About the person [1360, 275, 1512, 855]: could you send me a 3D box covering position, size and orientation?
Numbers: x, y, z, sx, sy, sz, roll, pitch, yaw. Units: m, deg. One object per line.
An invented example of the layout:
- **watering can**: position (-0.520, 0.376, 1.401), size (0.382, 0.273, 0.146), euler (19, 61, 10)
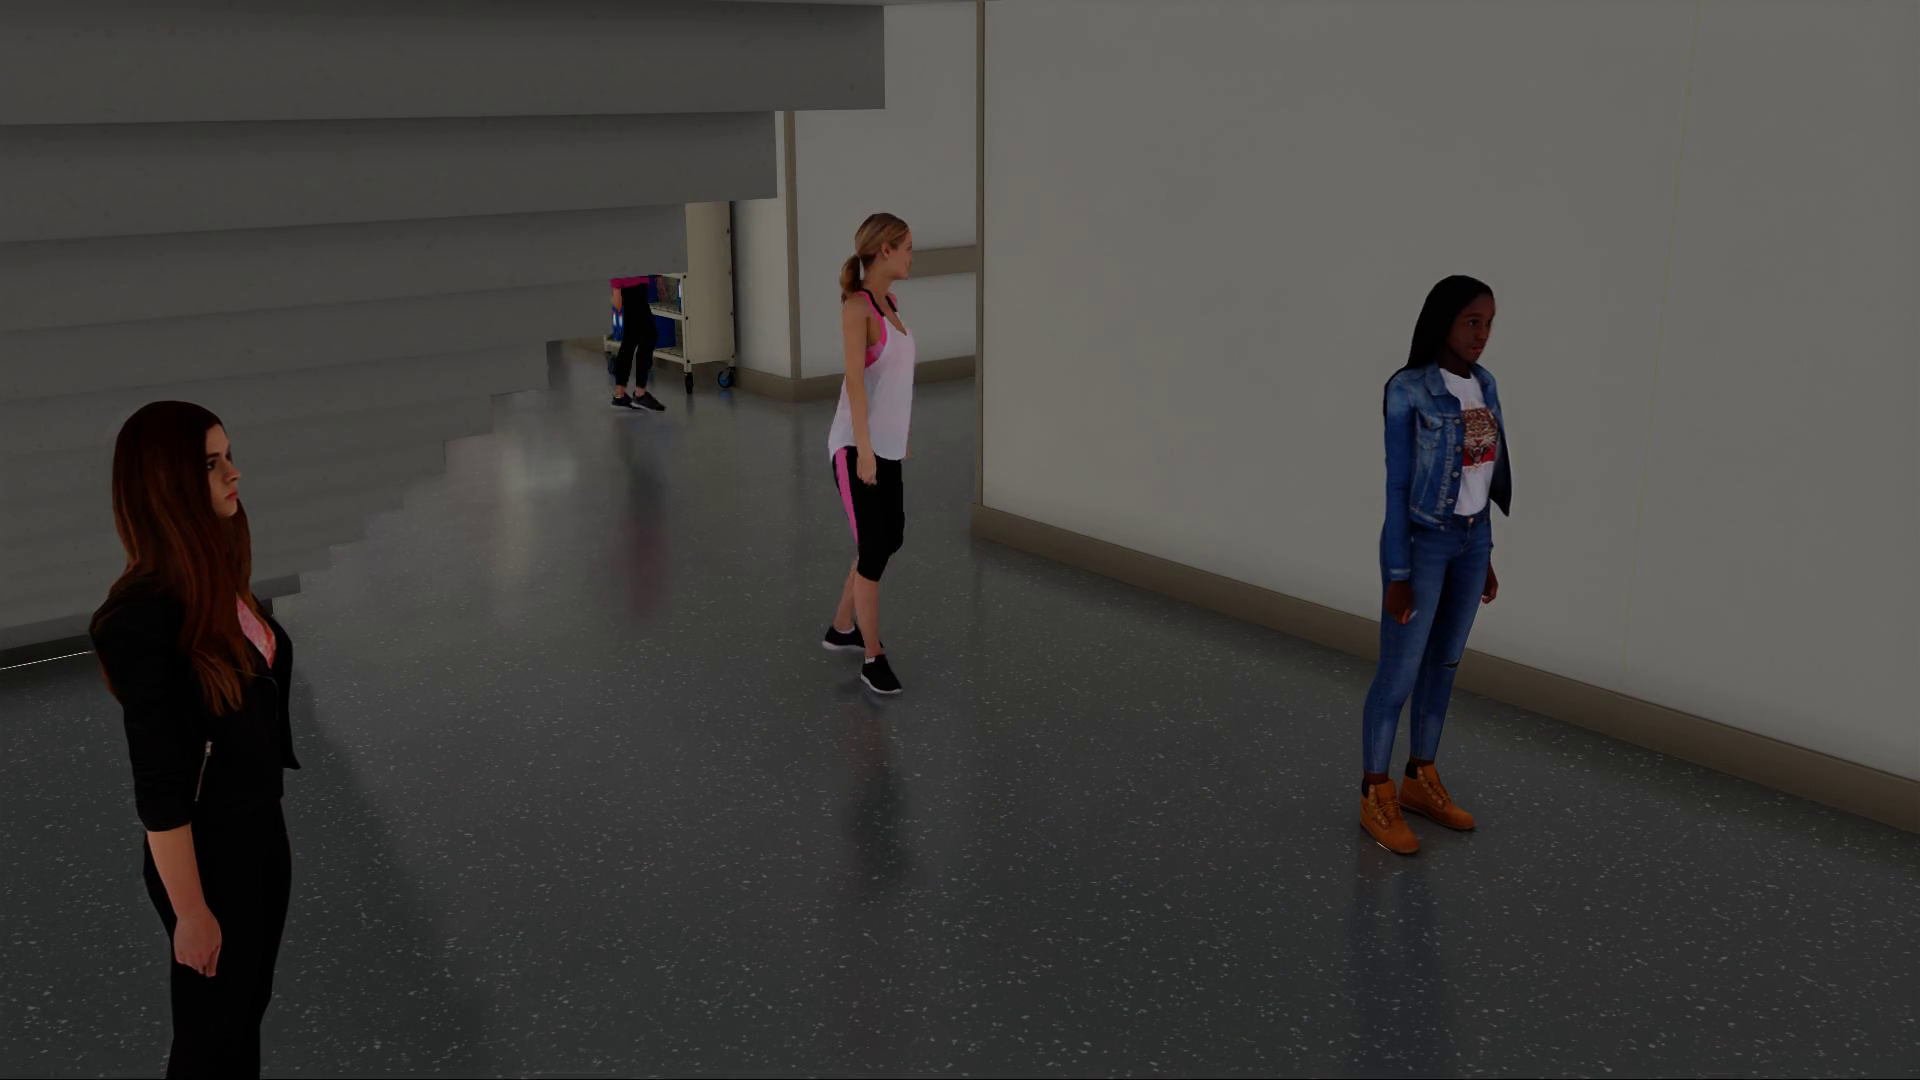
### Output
- **person**: position (1.413, 0.063, 4.987), size (0.617, 1.715, 0.534), euler (-11, 19, -33)

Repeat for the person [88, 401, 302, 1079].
- **person**: position (-1.427, 0.578, 3.166), size (0.753, 1.711, 0.657), euler (-1, 16, -4)

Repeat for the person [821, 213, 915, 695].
- **person**: position (-0.350, -0.315, 6.226), size (0.870, 1.769, 0.862), euler (10, 18, 31)
